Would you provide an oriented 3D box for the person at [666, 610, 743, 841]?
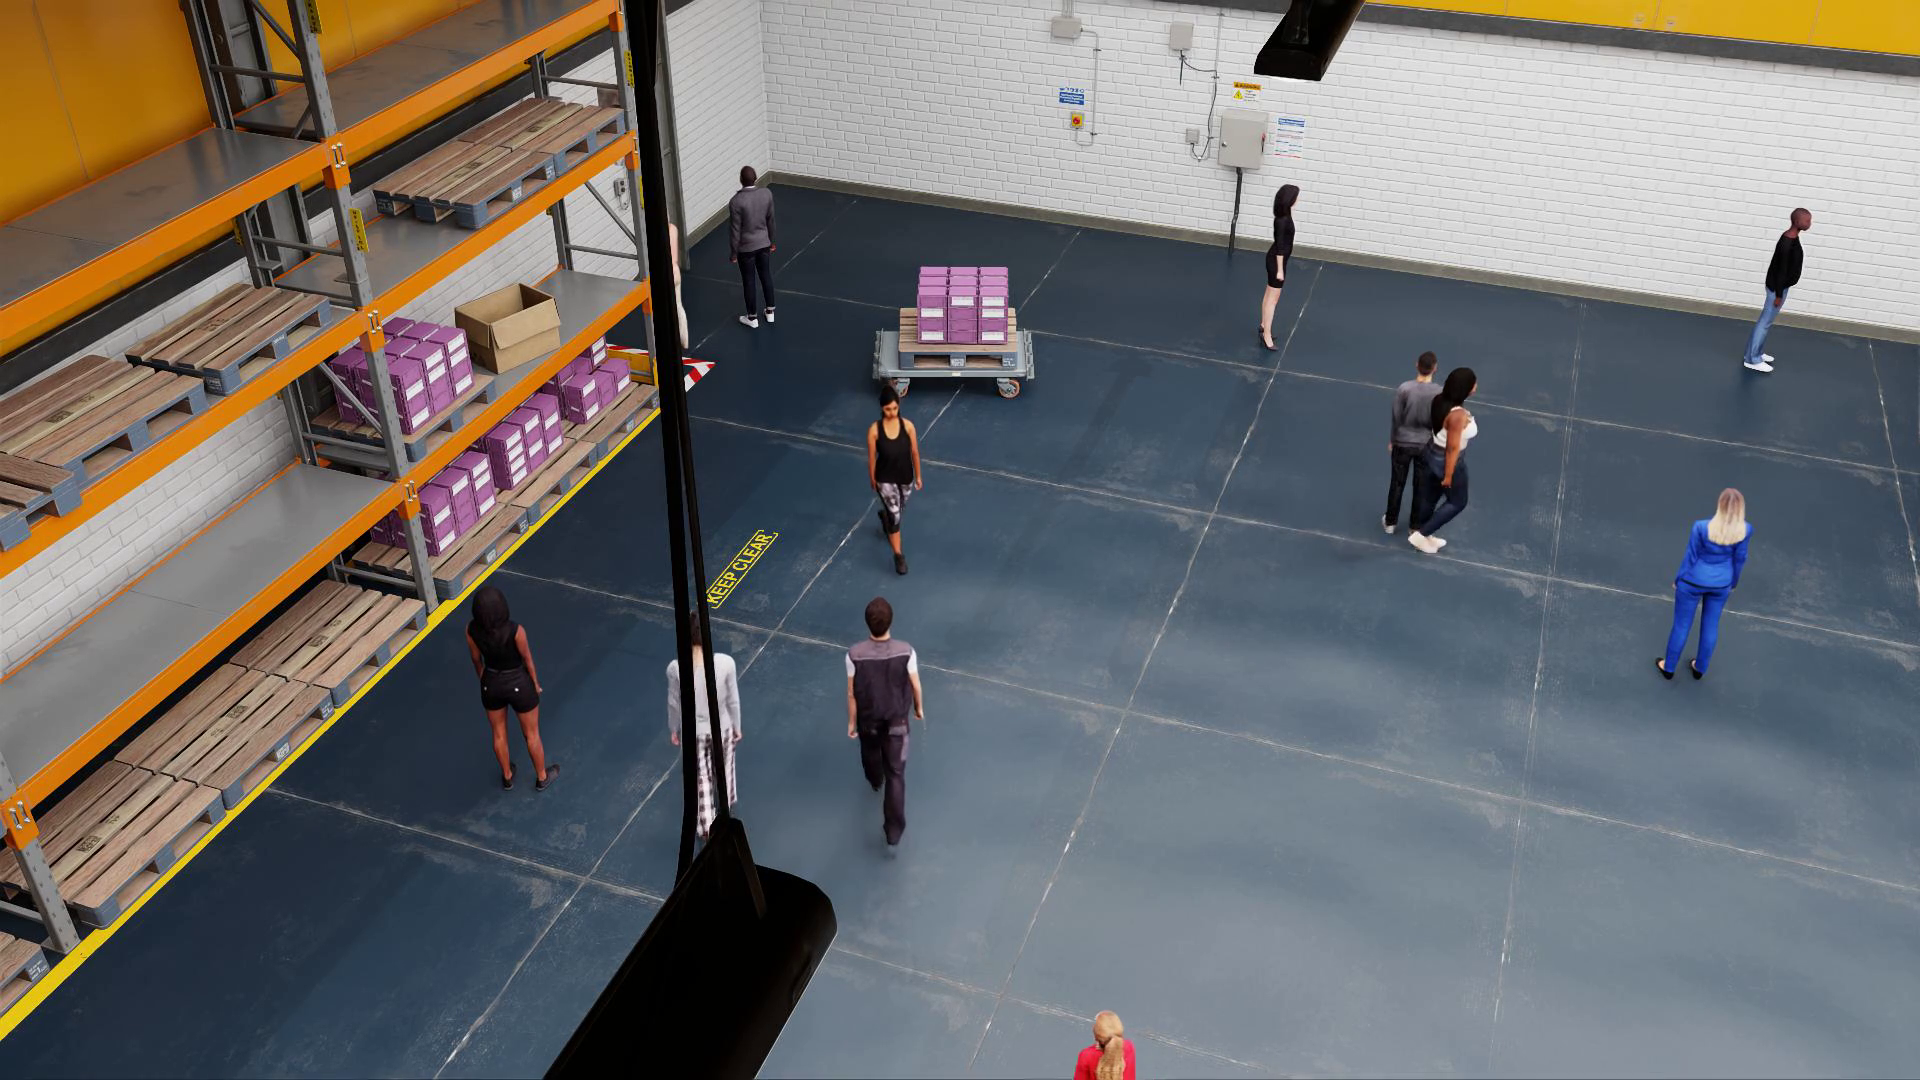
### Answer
[{"bbox_3d":[-1.712,1.306,11.246,0.927,1.829,1.073,-6,34,-9],"label":"person"}]

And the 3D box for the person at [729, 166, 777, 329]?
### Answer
[{"bbox_3d":[-2.231,-3.180,18.005,0.764,1.818,0.865,-20,39,-27],"label":"person"}]

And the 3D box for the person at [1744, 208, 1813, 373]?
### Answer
[{"bbox_3d":[8.457,-2.613,17.215,0.669,1.750,0.493,15,36,21],"label":"person"}]

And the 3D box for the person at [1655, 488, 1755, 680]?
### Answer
[{"bbox_3d":[5.746,0.345,12.809,0.680,1.700,0.633,3,34,4],"label":"person"}]

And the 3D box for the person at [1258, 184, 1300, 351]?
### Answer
[{"bbox_3d":[3.355,-2.905,17.604,0.688,1.804,0.491,5,34,7],"label":"person"}]

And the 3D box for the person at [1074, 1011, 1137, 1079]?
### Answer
[{"bbox_3d":[0.810,3.084,9.071,0.644,1.276,0.709,-11,35,-16],"label":"person"}]

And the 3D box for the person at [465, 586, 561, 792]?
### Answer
[{"bbox_3d":[-3.184,1.048,11.716,0.651,1.740,0.606,3,34,4],"label":"person"}]

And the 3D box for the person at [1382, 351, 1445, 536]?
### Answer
[{"bbox_3d":[3.973,-0.840,14.537,0.625,1.760,0.554,9,35,13],"label":"person"}]

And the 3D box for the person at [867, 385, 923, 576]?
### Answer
[{"bbox_3d":[-0.583,-0.585,14.263,1.006,1.639,1.099,-13,36,-19],"label":"person"}]

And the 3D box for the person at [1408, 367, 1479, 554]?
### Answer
[{"bbox_3d":[4.049,-0.656,14.228,0.842,1.797,0.769,-4,34,-6],"label":"person"}]

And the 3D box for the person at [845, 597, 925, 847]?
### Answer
[{"bbox_3d":[-0.517,1.258,11.338,0.994,1.808,1.290,-1,34,-2],"label":"person"}]
